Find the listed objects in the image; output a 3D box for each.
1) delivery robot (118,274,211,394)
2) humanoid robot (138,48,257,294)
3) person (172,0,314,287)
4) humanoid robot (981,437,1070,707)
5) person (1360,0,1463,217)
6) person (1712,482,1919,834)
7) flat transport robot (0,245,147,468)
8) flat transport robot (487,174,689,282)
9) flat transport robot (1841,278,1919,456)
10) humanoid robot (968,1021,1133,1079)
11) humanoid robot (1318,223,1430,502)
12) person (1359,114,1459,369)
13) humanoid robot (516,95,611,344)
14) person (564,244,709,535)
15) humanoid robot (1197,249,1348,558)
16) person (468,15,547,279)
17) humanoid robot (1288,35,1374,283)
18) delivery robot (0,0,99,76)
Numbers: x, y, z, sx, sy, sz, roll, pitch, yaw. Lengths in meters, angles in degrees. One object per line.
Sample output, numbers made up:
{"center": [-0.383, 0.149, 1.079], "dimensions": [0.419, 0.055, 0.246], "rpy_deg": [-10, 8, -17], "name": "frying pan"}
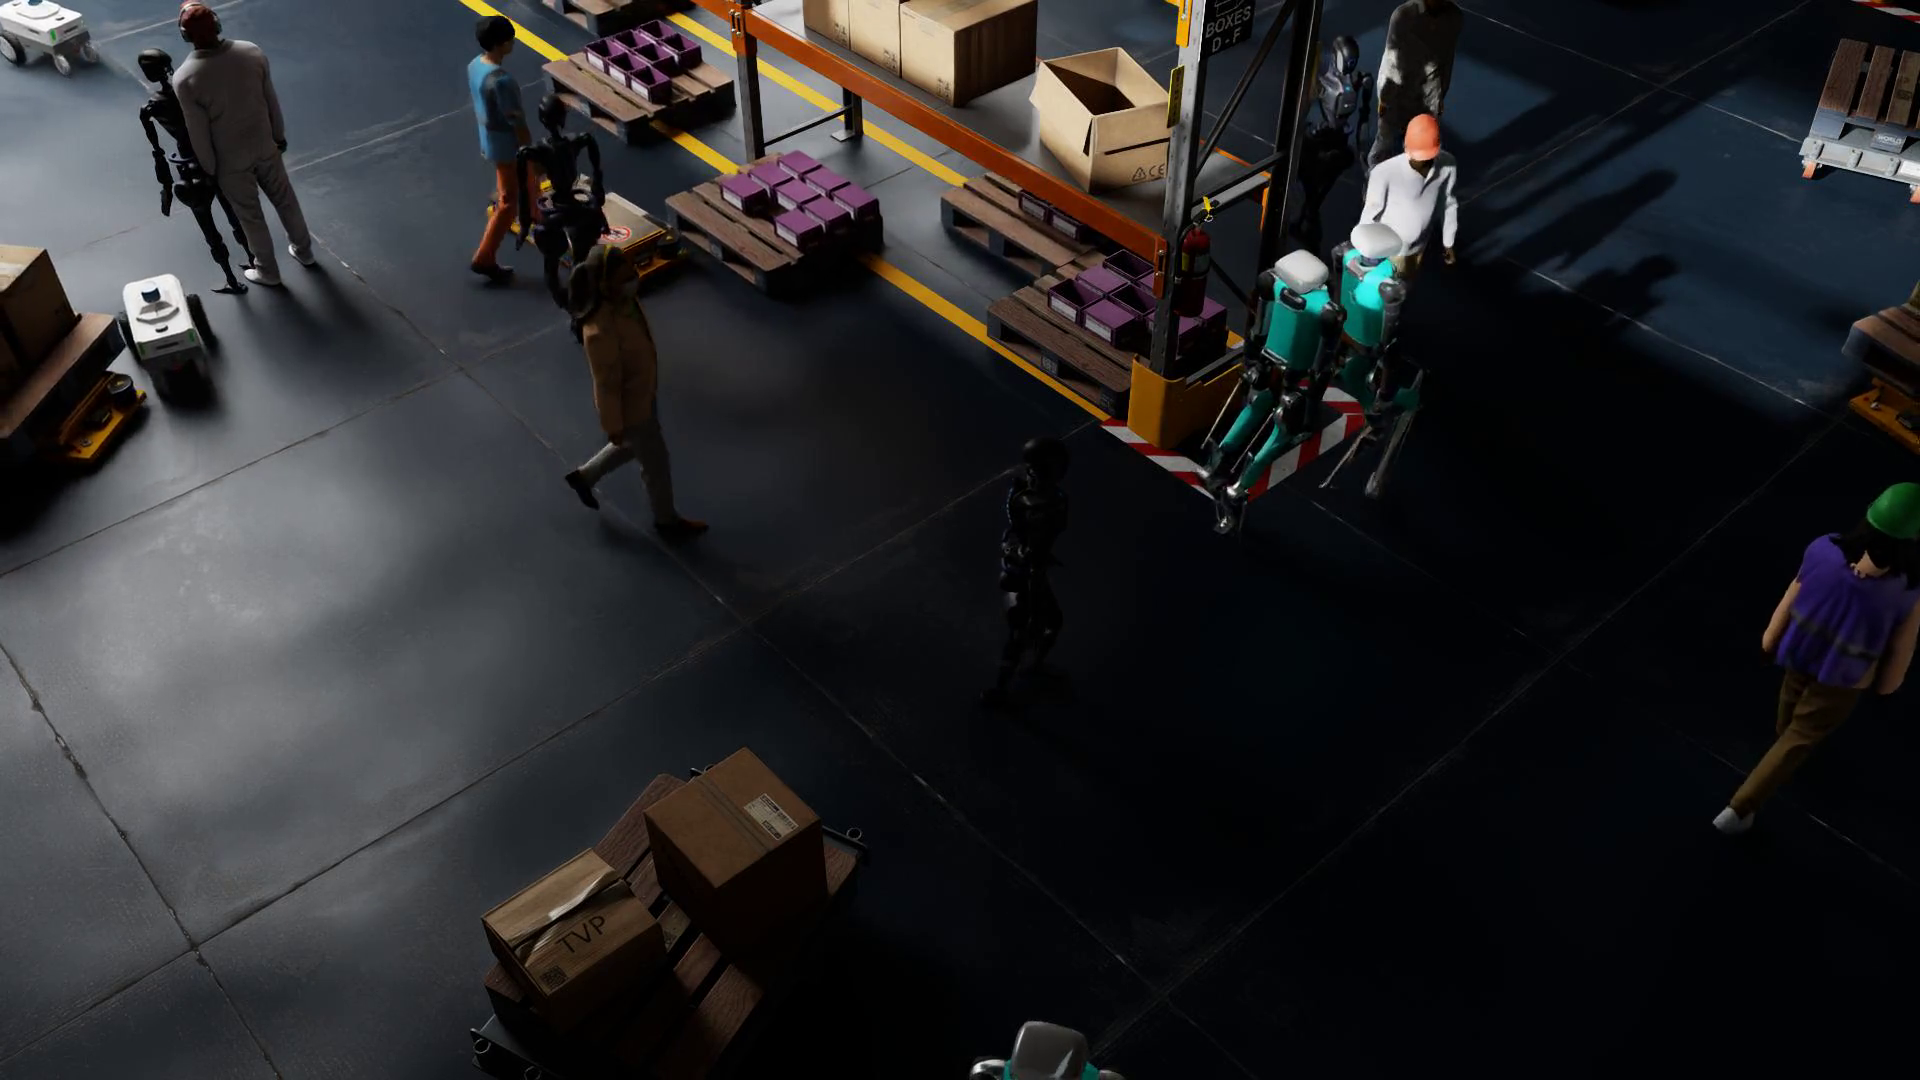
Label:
{"center": [-4.949, -1.325, 10.337], "dimensions": [0.499, 0.611, 0.809], "rpy_deg": [-19, 46, -20], "name": "delivery robot"}
{"center": [-4.868, -2.351, 10.603], "dimensions": [0.315, 1.655, 0.599], "rpy_deg": [15, 45, 16], "name": "humanoid robot"}
{"center": [-4.606, -2.516, 10.625], "dimensions": [0.403, 1.904, 0.643], "rpy_deg": [27, 49, 26], "name": "person"}
{"center": [0.344, 0.181, 7.858], "dimensions": [0.506, 1.643, 0.588], "rpy_deg": [2, 43, 2], "name": "humanoid robot"}
{"center": [3.048, -2.996, 11.203], "dimensions": [0.502, 1.830, 0.367], "rpy_deg": [-4, 43, -4], "name": "person"}
{"center": [3.832, 0.521, 7.336], "dimensions": [0.978, 1.889, 0.551], "rpy_deg": [-27, 49, -26], "name": "person"}
{"center": [-5.710, -0.775, 9.938], "dimensions": [1.431, 0.231, 0.659], "rpy_deg": [6, 43, 6], "name": "flat transport robot"}
{"center": [-2.574, -2.144, 11.427], "dimensions": [1.431, 0.231, 0.659], "rpy_deg": [33, 52, 31], "name": "flat transport robot"}
{"center": [6.156, -0.886, 10.059], "dimensions": [1.431, 0.231, 0.659], "rpy_deg": [-19, 46, -20], "name": "flat transport robot"}
{"center": [0.258, 2.388, 5.422], "dimensions": [0.549, 1.706, 1.008], "rpy_deg": [5, 43, 5], "name": "humanoid robot"}
{"center": [2.331, -0.969, 9.057], "dimensions": [0.747, 1.784, 0.543], "rpy_deg": [-19, 46, -19], "name": "humanoid robot"}
{"center": [2.679, -1.761, 9.924], "dimensions": [0.585, 1.729, 0.434], "rpy_deg": [-19, 46, -19], "name": "person"}
{"center": [-2.417, -1.939, 10.175], "dimensions": [0.603, 1.634, 0.483], "rpy_deg": [-25, 48, -24], "name": "humanoid robot"}
{"center": [-1.804, -0.770, 8.758], "dimensions": [0.712, 1.856, 0.553], "rpy_deg": [0, 43, 0], "name": "person"}
{"center": [1.541, -0.628, 8.727], "dimensions": [0.698, 1.830, 0.540], "rpy_deg": [-30, 50, -28], "name": "humanoid robot"}
{"center": [-2.968, -2.542, 10.778], "dimensions": [0.814, 1.739, 0.483], "rpy_deg": [-25, 48, -24], "name": "person"}
{"center": [2.408, -2.527, 10.838], "dimensions": [0.607, 1.622, 0.767], "rpy_deg": [-17, 45, -17], "name": "humanoid robot"}
{"center": [-7.349, -4.097, 13.338], "dimensions": [0.774, 0.592, 0.499], "rpy_deg": [22, 47, 22], "name": "delivery robot"}
